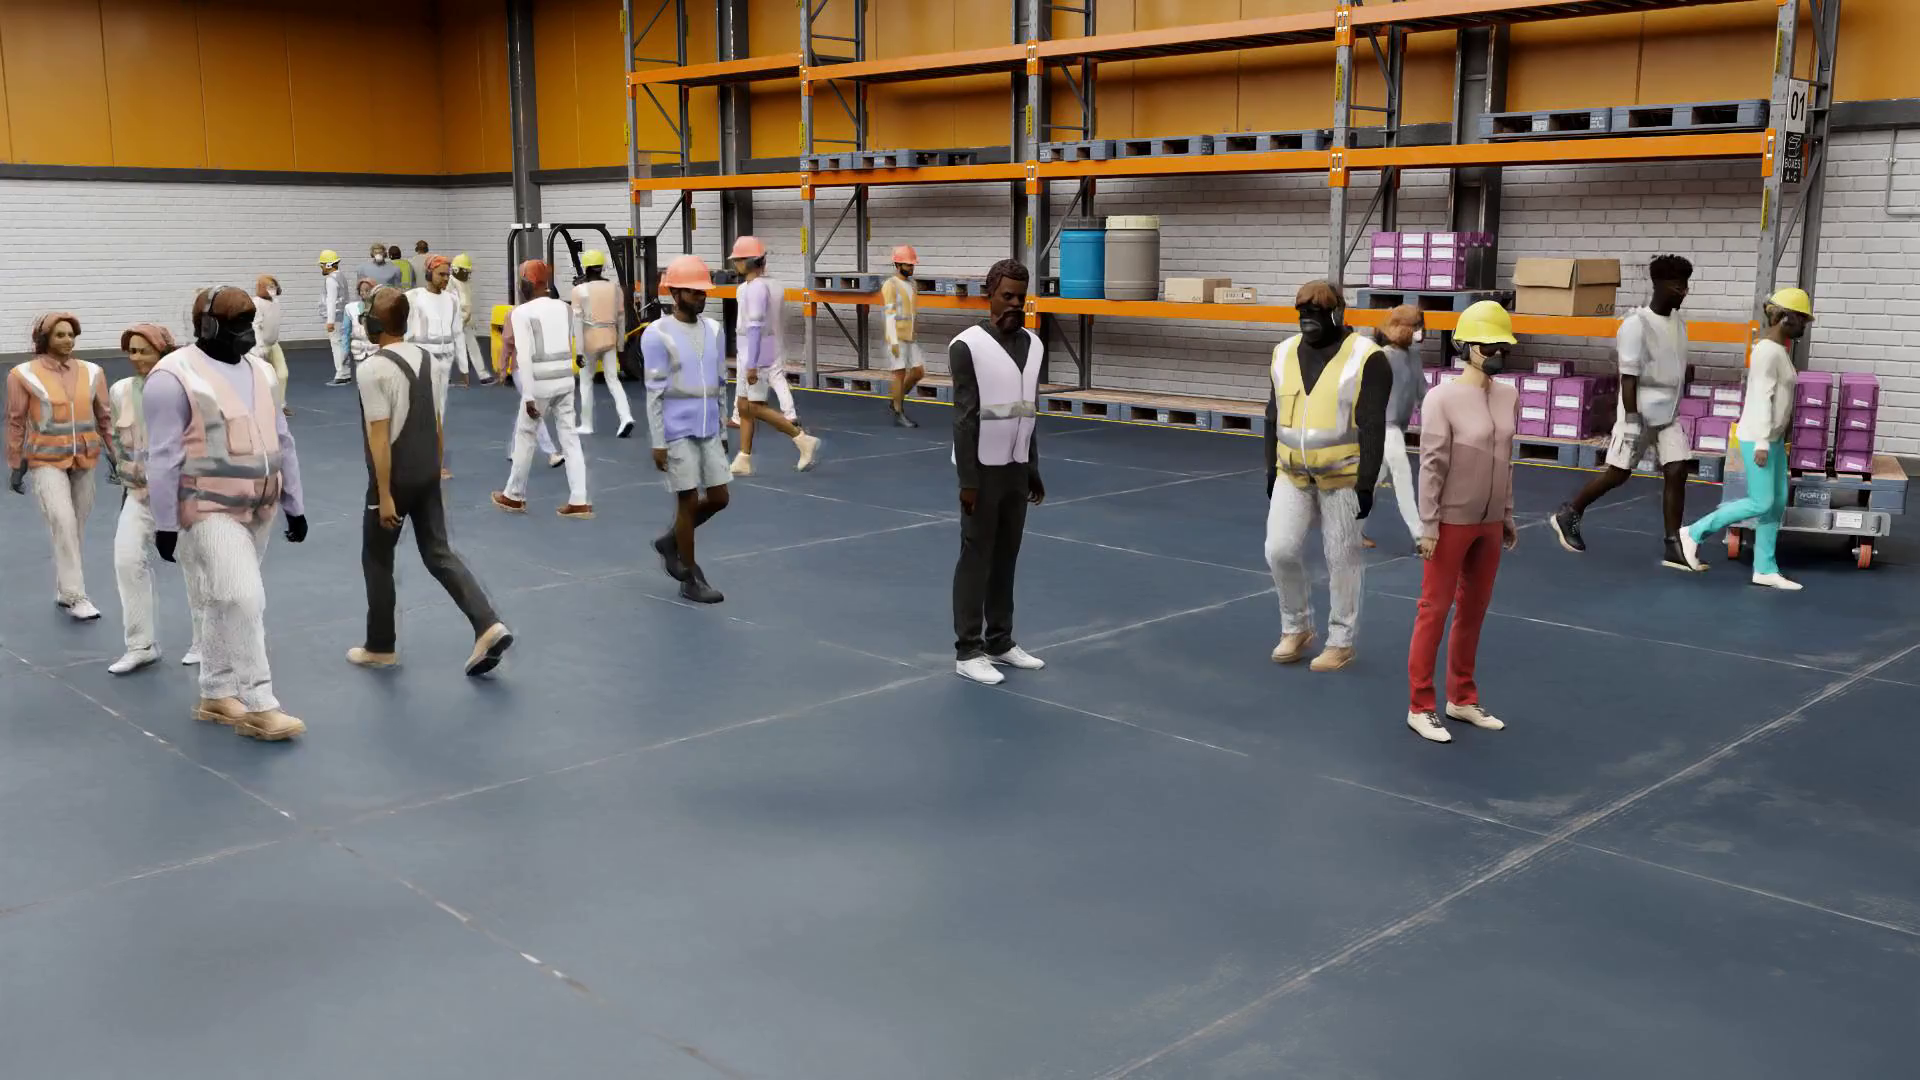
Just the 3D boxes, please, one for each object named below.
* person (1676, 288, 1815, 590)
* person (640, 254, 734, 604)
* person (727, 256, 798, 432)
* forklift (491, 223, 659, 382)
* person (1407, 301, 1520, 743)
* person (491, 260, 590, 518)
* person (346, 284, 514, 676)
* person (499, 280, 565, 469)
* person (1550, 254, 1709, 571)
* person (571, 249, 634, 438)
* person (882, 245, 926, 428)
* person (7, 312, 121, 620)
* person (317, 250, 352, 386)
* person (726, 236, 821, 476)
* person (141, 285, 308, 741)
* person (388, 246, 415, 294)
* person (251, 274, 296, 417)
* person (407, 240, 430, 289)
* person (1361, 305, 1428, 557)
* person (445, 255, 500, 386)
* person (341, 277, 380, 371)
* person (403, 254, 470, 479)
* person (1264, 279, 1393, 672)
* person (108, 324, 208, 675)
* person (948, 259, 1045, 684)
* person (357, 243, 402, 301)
[{"bbox_3d":[4.561,-0.583,9.576,0.605,1.726,0.546,8,13,36],"label":"person"},{"bbox_3d":[-1.533,-0.615,9.231,0.541,1.920,0.559,9,14,41],"label":"person"},{"bbox_3d":[-2.054,-2.044,17.199,1.013,1.862,0.653,10,15,44],"label":"person"},{"bbox_3d":[-5.316,-3.263,22.920,2.313,2.155,1.214,-10,14,-44],"label":"forklift"},{"bbox_3d":[2.055,-0.072,6.688,0.533,1.767,0.326,-6,12,-32],"label":"person"},{"bbox_3d":[-3.046,-1.086,12.009,0.935,1.840,0.583,8,13,37],"label":"person"},{"bbox_3d":[-2.474,-0.259,7.616,0.887,1.816,0.510,5,12,25],"label":"person"},{"bbox_3d":[-3.682,-1.468,14.433,0.949,1.702,0.535,8,13,39],"label":"person"},{"bbox_3d":[4.179,-0.805,10.279,0.609,1.924,0.975,-7,12,-32],"label":"person"},{"bbox_3d":[-3.600,-1.973,16.719,0.597,1.897,0.919,-9,13,-39],"label":"person"},{"bbox_3d":[-0.602,-2.128,17.475,0.431,1.918,0.550,8,13,37],"label":"person"},{"bbox_3d":[-4.683,-0.385,8.796,0.755,1.614,0.537,7,12,33],"label":"person"},{"bbox_3d":[-8.465,-3.003,22.520,0.403,1.826,0.595,-2,11,-8],"label":"person"},{"bbox_3d":[-1.623,-1.519,13.894,0.816,2.024,0.614,-2,11,-8],"label":"person"},{"bbox_3d":[-2.872,-0.107,6.724,0.788,1.815,0.650,3,11,18],"label":"person"},{"bbox_3d":[-9.812,-4.208,29.045,0.430,1.841,0.624,7,12,32],"label":"person"},{"bbox_3d":[-7.615,-2.111,18.252,0.609,1.595,0.517,3,11,15],"label":"person"},{"bbox_3d":[-9.580,-4.393,29.779,0.627,1.940,0.376,-6,12,-29],"label":"person"},{"bbox_3d":[2.793,-0.696,10.577,0.846,1.584,0.508,8,13,37],"label":"person"},{"bbox_3d":[-6.617,-2.922,22.258,0.818,1.764,0.643,3,11,15],"label":"person"},{"bbox_3d":[-5.992,-1.878,16.973,0.515,1.604,0.802,0,10,3],"label":"person"},{"bbox_3d":[-4.321,-1.430,13.826,0.713,1.859,0.598,6,12,32],"label":"person"},{"bbox_3d":[1.670,-0.286,7.702,0.664,1.822,0.473,8,13,38],"label":"person"},{"bbox_3d":[-3.726,-0.180,7.684,0.542,1.614,0.663,2,11,11],"label":"person"},{"bbox_3d":[0.169,-0.321,7.638,0.399,1.916,0.590,8,13,38],"label":"person"},{"bbox_3d":[-8.473,-3.372,24.328,0.641,1.895,0.971,-3,11,-16],"label":"person"}]
